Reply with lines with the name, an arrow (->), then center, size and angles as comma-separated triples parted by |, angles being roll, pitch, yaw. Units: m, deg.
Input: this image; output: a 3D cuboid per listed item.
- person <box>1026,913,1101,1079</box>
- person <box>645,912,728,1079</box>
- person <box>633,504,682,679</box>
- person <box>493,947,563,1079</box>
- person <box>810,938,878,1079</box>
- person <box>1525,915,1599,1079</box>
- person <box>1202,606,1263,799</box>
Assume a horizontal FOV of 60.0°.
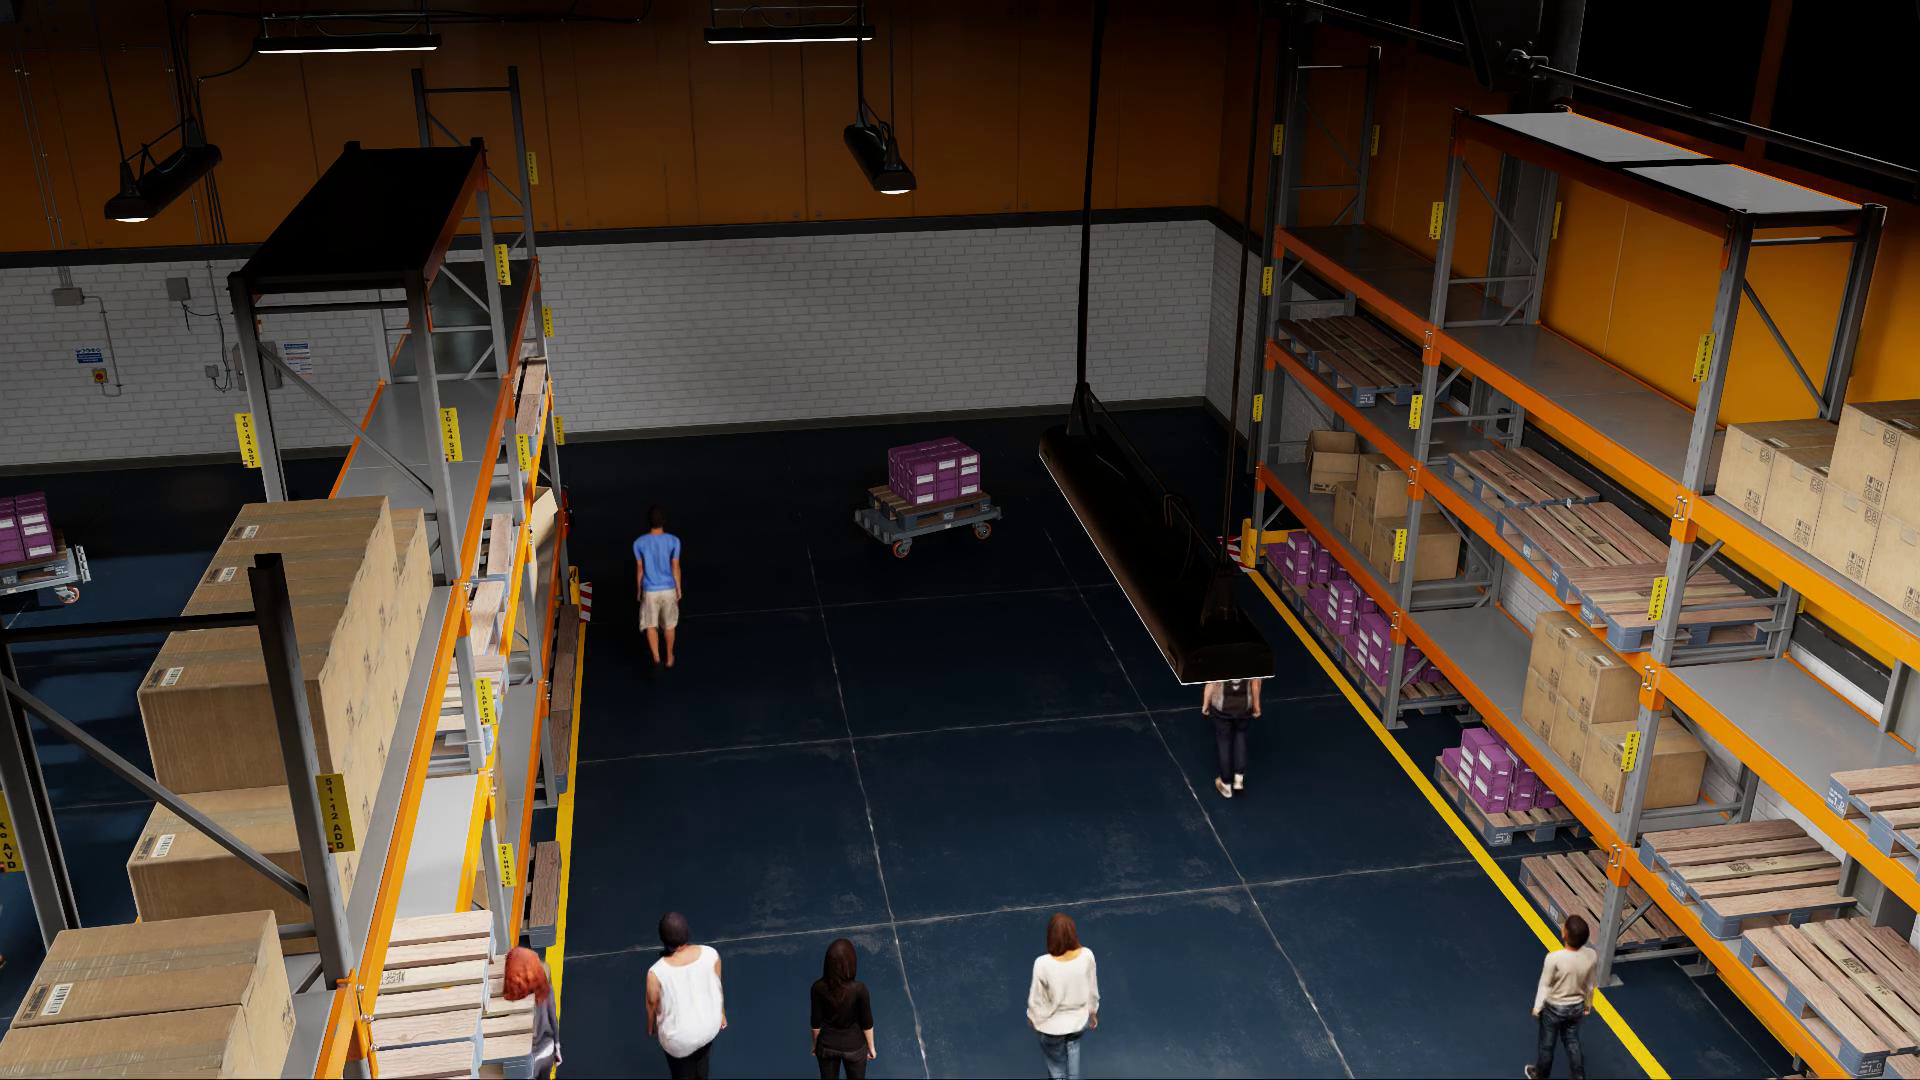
person -> 0.719, 3.274, 11.121 | 0.660, 1.665, 0.641 | -6, 24, -14
person -> -1.801, 3.265, 11.133 | 0.778, 1.672, 0.824 | -15, 28, -31
person -> -3.097, 0.555, 17.117 | 0.657, 1.844, 0.956 | -5, 24, -11
person -> -2.727, 3.418, 10.681 | 0.916, 1.754, 1.103 | -17, 29, -34
person -> -0.784, 3.345, 10.990 | 0.641, 1.641, 0.590 | 2, 24, 5
person -> 4.177, 3.253, 11.436 | 0.544, 1.452, 0.735 | -4, 24, -10
person -> 2.465, 1.506, 14.893 | 0.673, 1.884, 0.670 | -3, 24, -6
